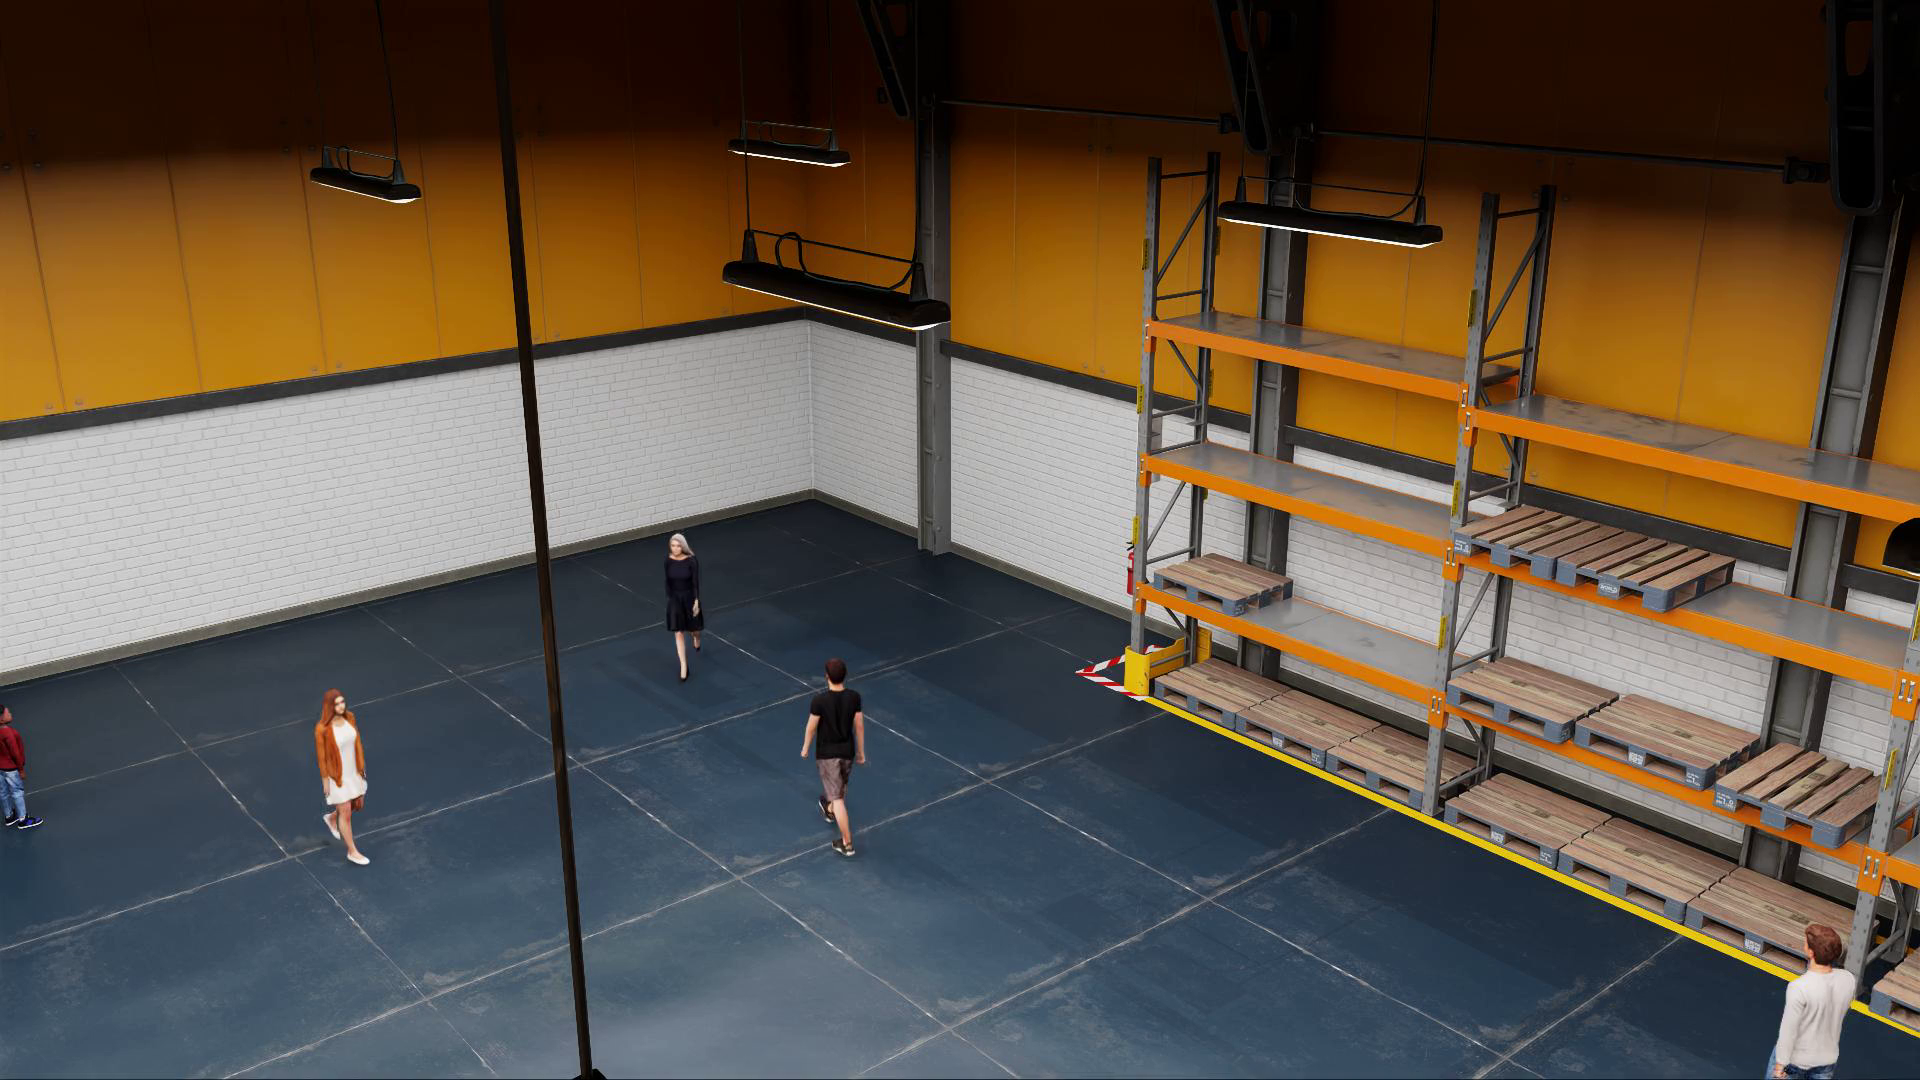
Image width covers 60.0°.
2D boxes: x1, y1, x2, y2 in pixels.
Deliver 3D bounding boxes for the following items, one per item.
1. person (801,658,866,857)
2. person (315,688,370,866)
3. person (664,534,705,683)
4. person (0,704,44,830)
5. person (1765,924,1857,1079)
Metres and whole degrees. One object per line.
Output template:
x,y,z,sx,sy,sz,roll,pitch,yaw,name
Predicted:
-1.117,2.038,15.387,0.811,1.804,1.235,-11,21,-29,person
-5.728,2.131,15.265,0.995,1.707,0.811,10,21,27,person
-3.192,0.744,19.344,0.969,1.731,1.028,2,19,5,person
-9.104,2.152,15.909,0.520,1.255,0.629,10,21,26,person
5.701,3.453,11.068,1.009,1.880,1.181,-3,19,-9,person
